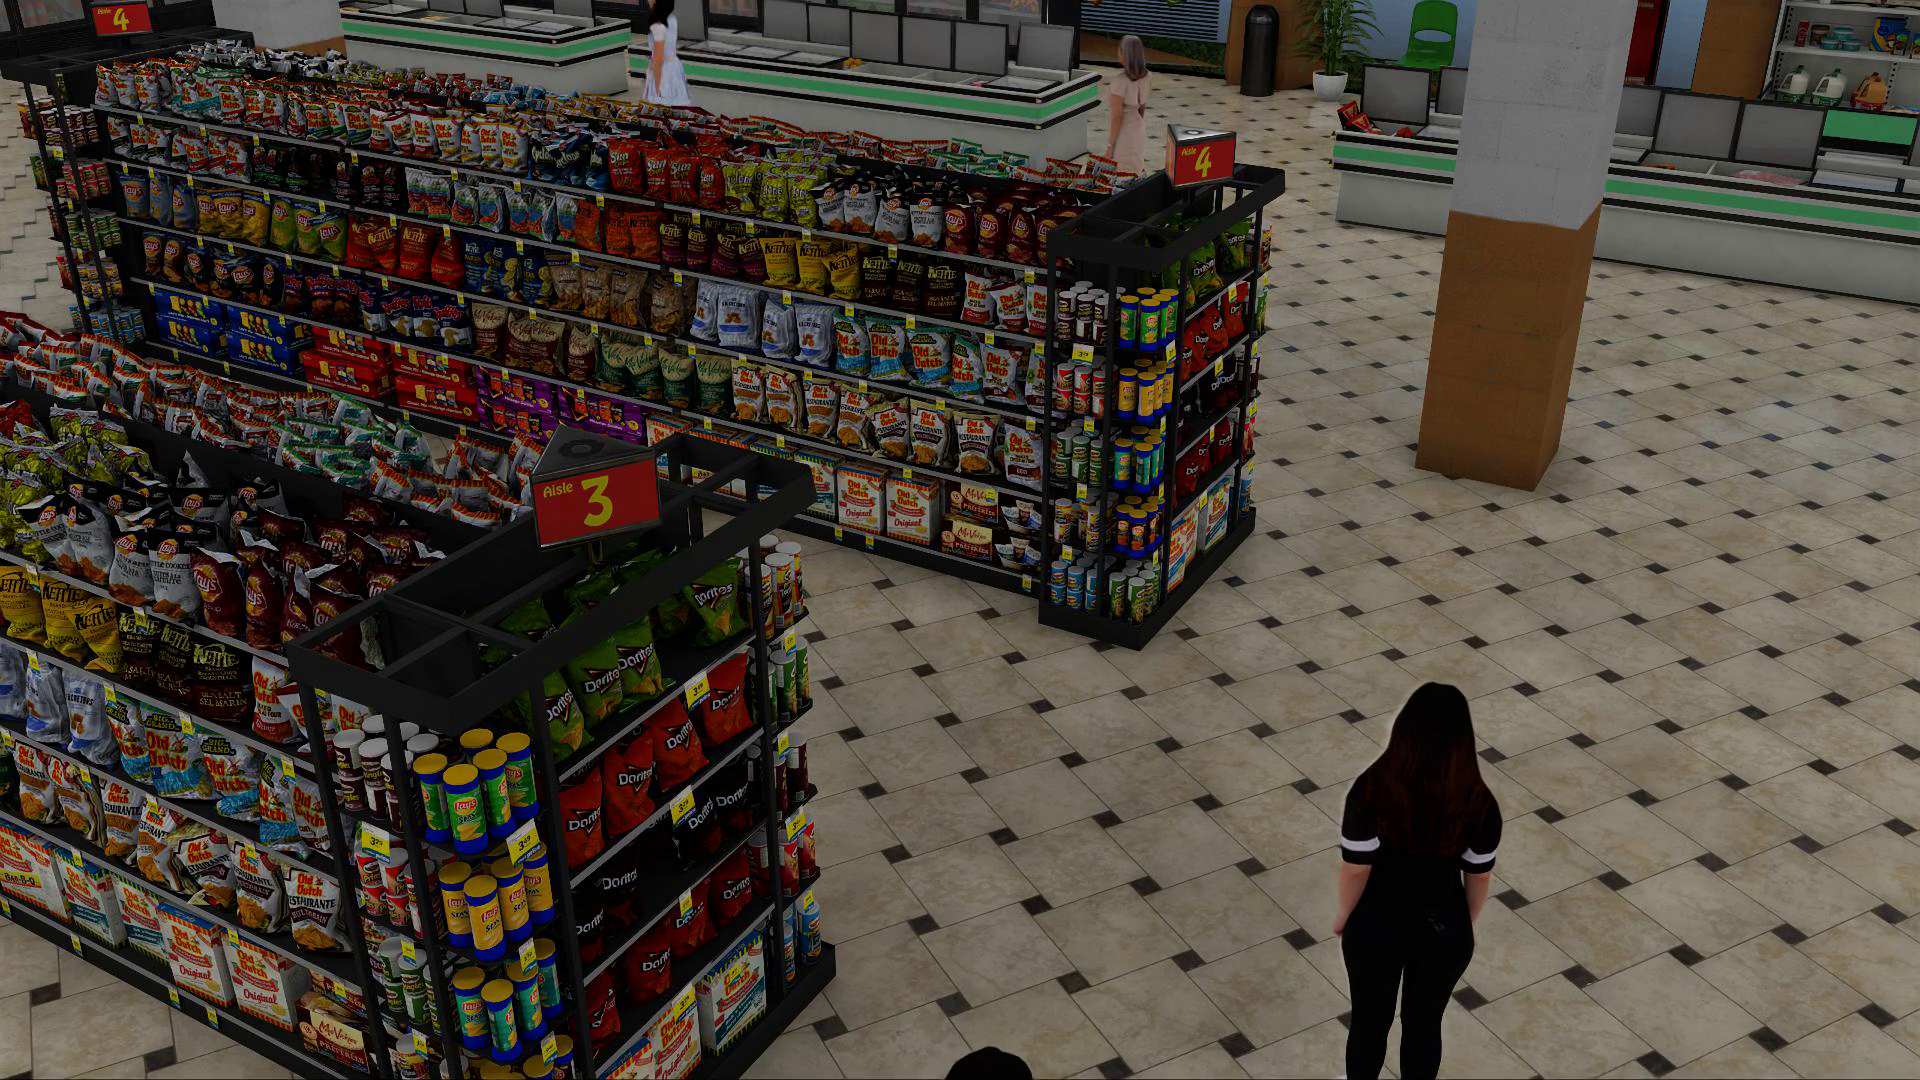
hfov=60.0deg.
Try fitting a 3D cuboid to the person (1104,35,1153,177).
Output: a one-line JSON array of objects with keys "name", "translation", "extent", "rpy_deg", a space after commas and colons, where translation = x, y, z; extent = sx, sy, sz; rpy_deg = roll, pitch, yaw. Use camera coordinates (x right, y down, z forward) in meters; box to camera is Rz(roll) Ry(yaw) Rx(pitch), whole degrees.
[{"name": "person", "translation": [1.352, -3.184, 13.422], "extent": [0.605, 1.736, 0.638], "rpy_deg": [22, 34, 36]}]

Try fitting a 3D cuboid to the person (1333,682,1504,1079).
[{"name": "person", "translation": [1.342, 1.147, 4.989], "extent": [0.647, 1.639, 0.754], "rpy_deg": [3, 27, 6]}]
